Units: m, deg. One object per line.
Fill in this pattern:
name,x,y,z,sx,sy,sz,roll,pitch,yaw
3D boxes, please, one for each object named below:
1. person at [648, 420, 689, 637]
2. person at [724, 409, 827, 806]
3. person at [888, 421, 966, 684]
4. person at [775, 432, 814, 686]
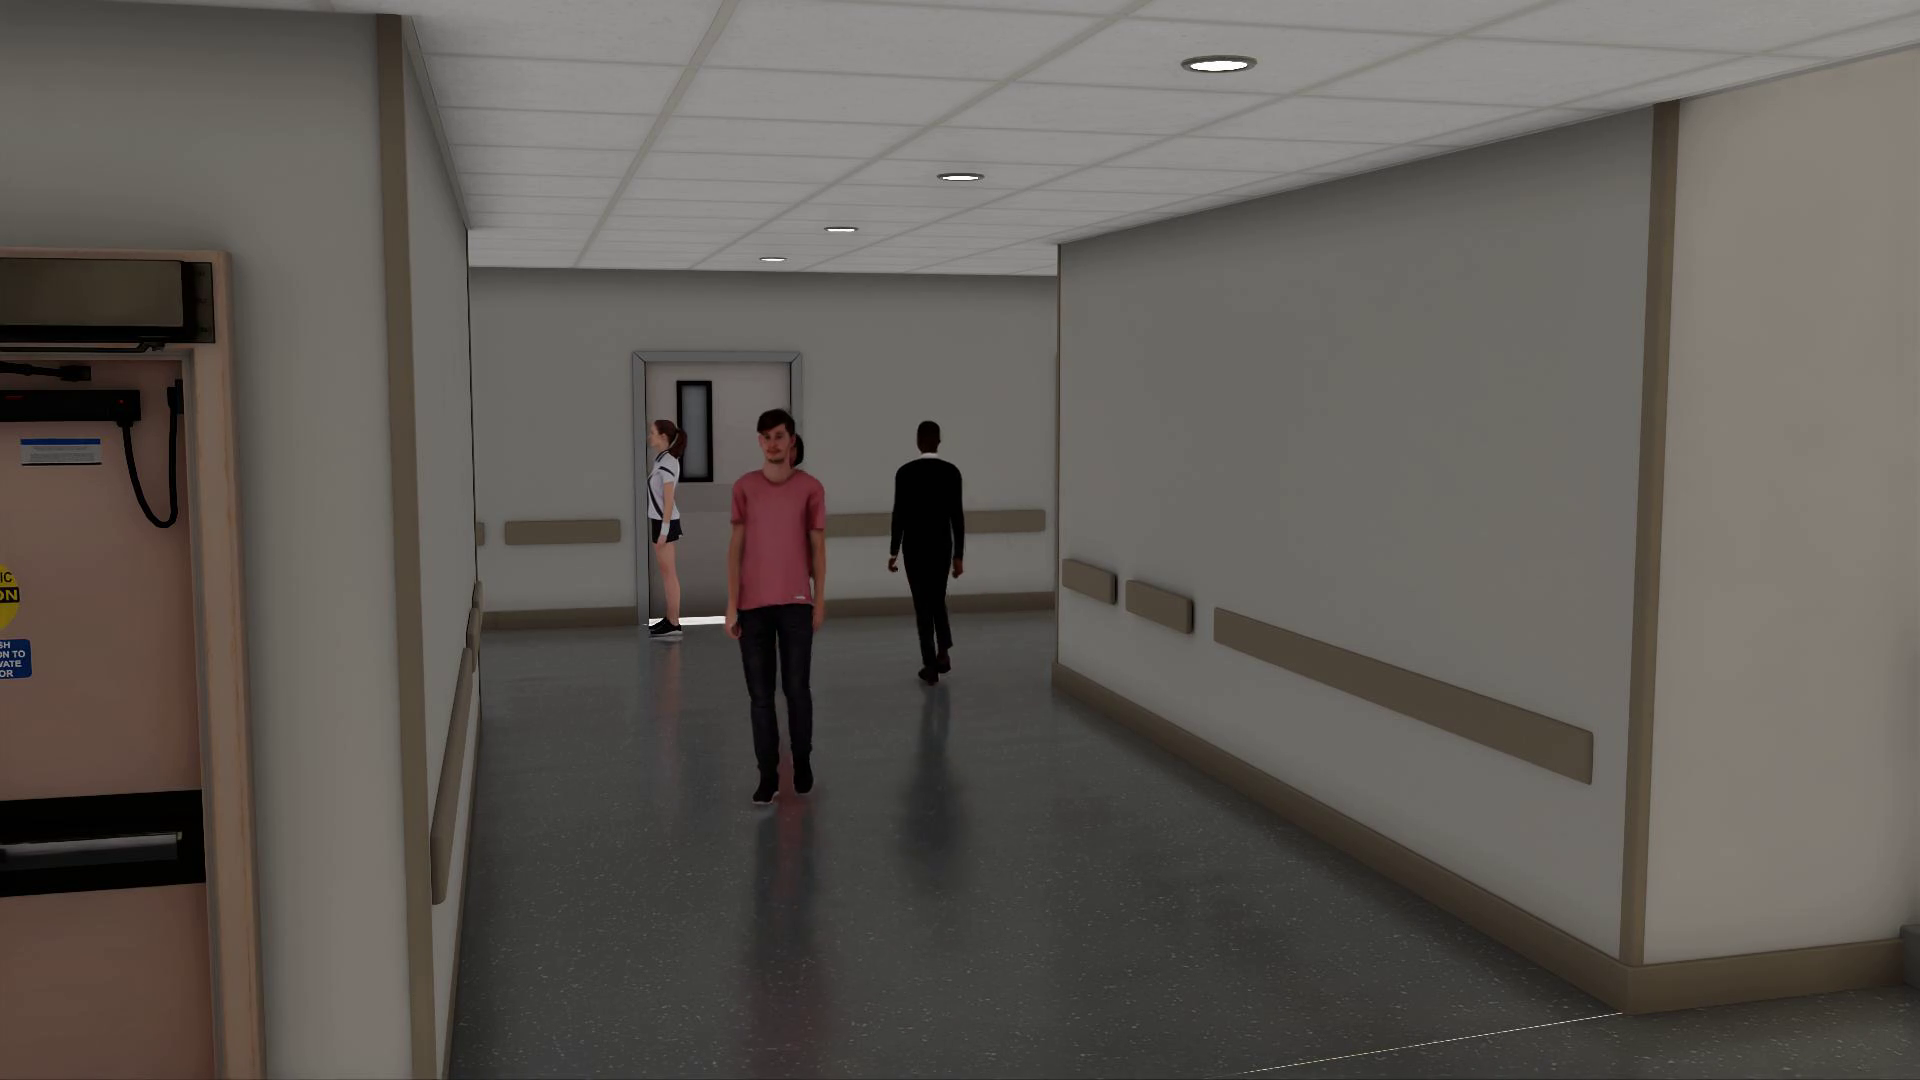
person,-2.397,-0.106,13.555,0.569,1.752,0.566,-1,6,-11
person,-0.901,0.328,8.289,0.710,1.943,0.795,0,6,4
person,-0.188,0.097,11.342,0.560,1.793,0.713,-2,6,-18
person,-1.178,0.122,11.339,0.448,1.743,0.641,-2,6,-17
